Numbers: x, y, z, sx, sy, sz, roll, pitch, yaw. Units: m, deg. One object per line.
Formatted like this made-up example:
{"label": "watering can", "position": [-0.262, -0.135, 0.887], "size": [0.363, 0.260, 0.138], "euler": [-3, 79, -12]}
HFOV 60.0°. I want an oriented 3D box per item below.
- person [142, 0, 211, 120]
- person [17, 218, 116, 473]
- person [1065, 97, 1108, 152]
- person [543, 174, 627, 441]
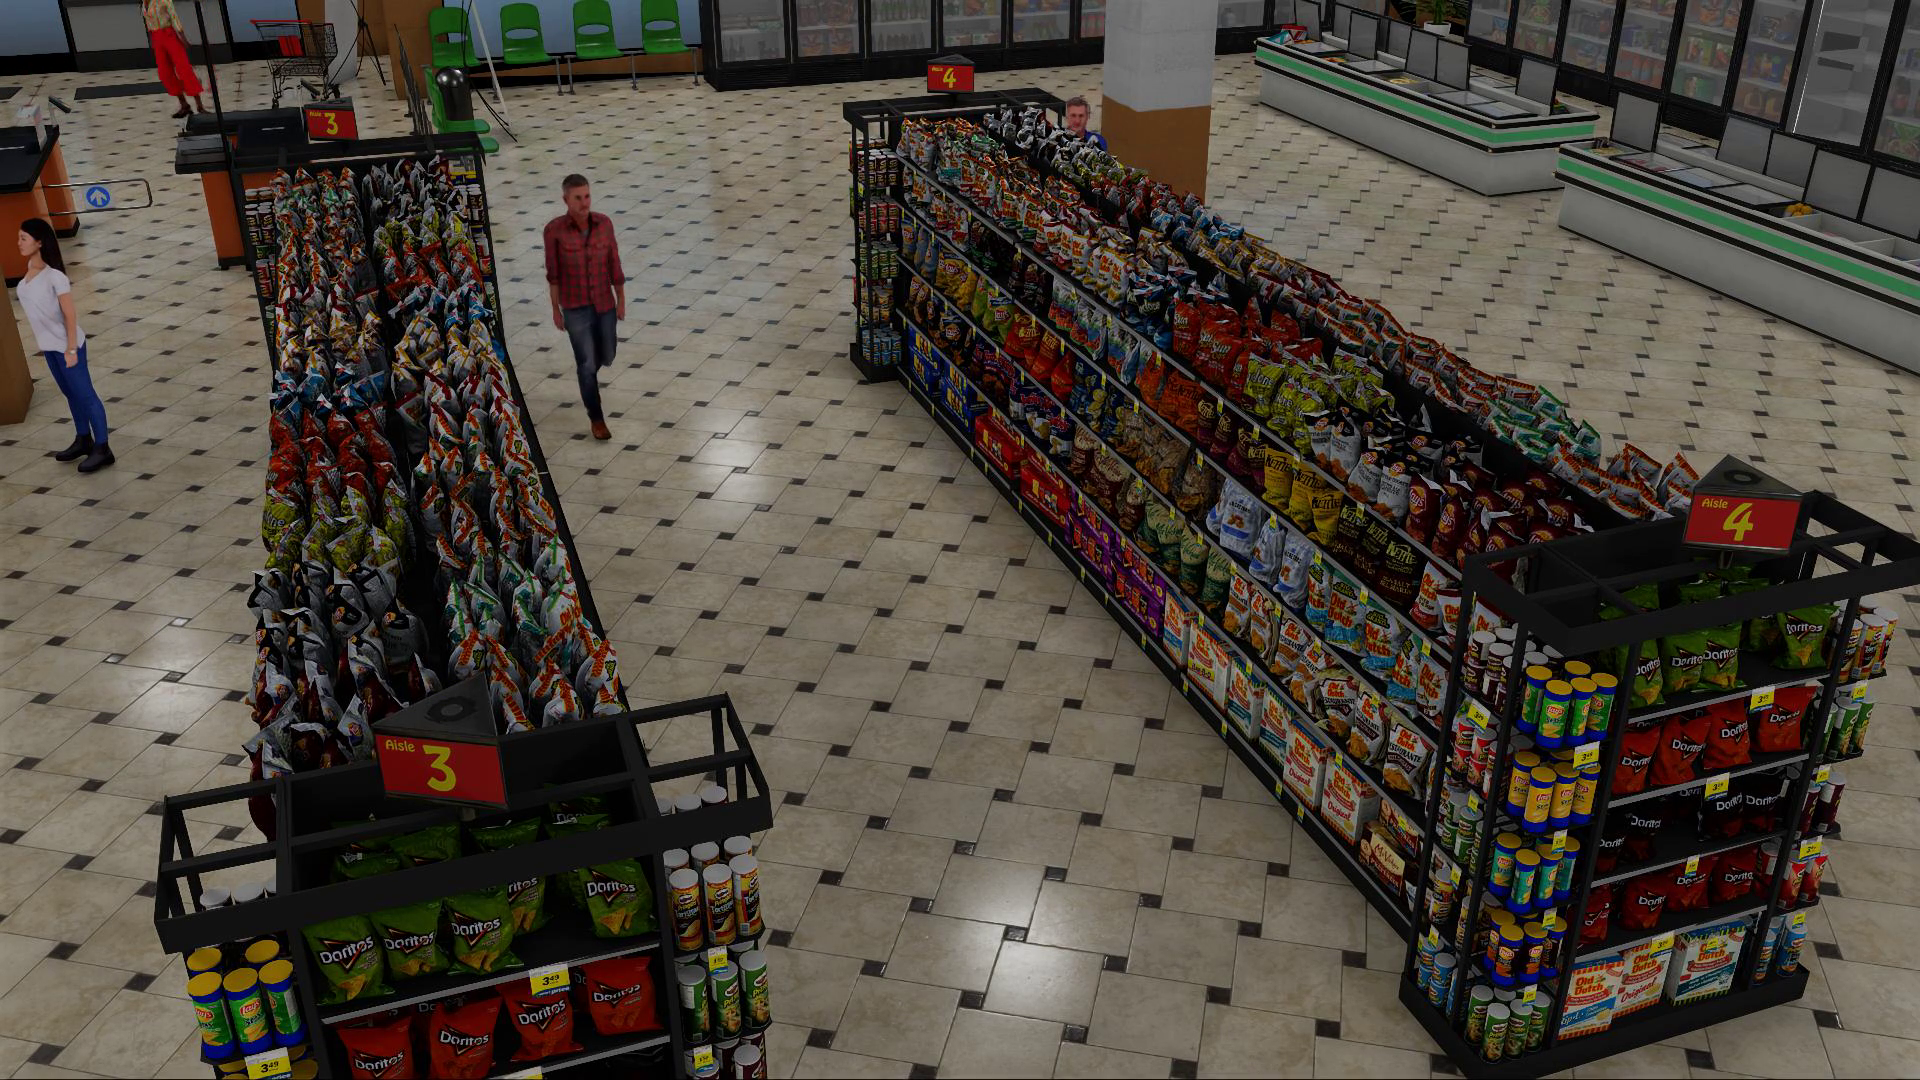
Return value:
{"label": "person", "position": [-9.436, -5.929, 19.992], "size": [0.830, 1.765, 0.846], "euler": [3, 27, 7]}
{"label": "person", "position": [-5.868, -1.269, 10.893], "size": [0.629, 1.685, 0.739], "euler": [20, 33, 34]}
{"label": "person", "position": [0.911, -2.678, 13.509], "size": [0.765, 1.831, 0.626], "euler": [-4, 27, -8]}
{"label": "person", "position": [-2.609, -1.644, 11.501], "size": [0.841, 1.804, 1.149], "euler": [-15, 31, -28]}
